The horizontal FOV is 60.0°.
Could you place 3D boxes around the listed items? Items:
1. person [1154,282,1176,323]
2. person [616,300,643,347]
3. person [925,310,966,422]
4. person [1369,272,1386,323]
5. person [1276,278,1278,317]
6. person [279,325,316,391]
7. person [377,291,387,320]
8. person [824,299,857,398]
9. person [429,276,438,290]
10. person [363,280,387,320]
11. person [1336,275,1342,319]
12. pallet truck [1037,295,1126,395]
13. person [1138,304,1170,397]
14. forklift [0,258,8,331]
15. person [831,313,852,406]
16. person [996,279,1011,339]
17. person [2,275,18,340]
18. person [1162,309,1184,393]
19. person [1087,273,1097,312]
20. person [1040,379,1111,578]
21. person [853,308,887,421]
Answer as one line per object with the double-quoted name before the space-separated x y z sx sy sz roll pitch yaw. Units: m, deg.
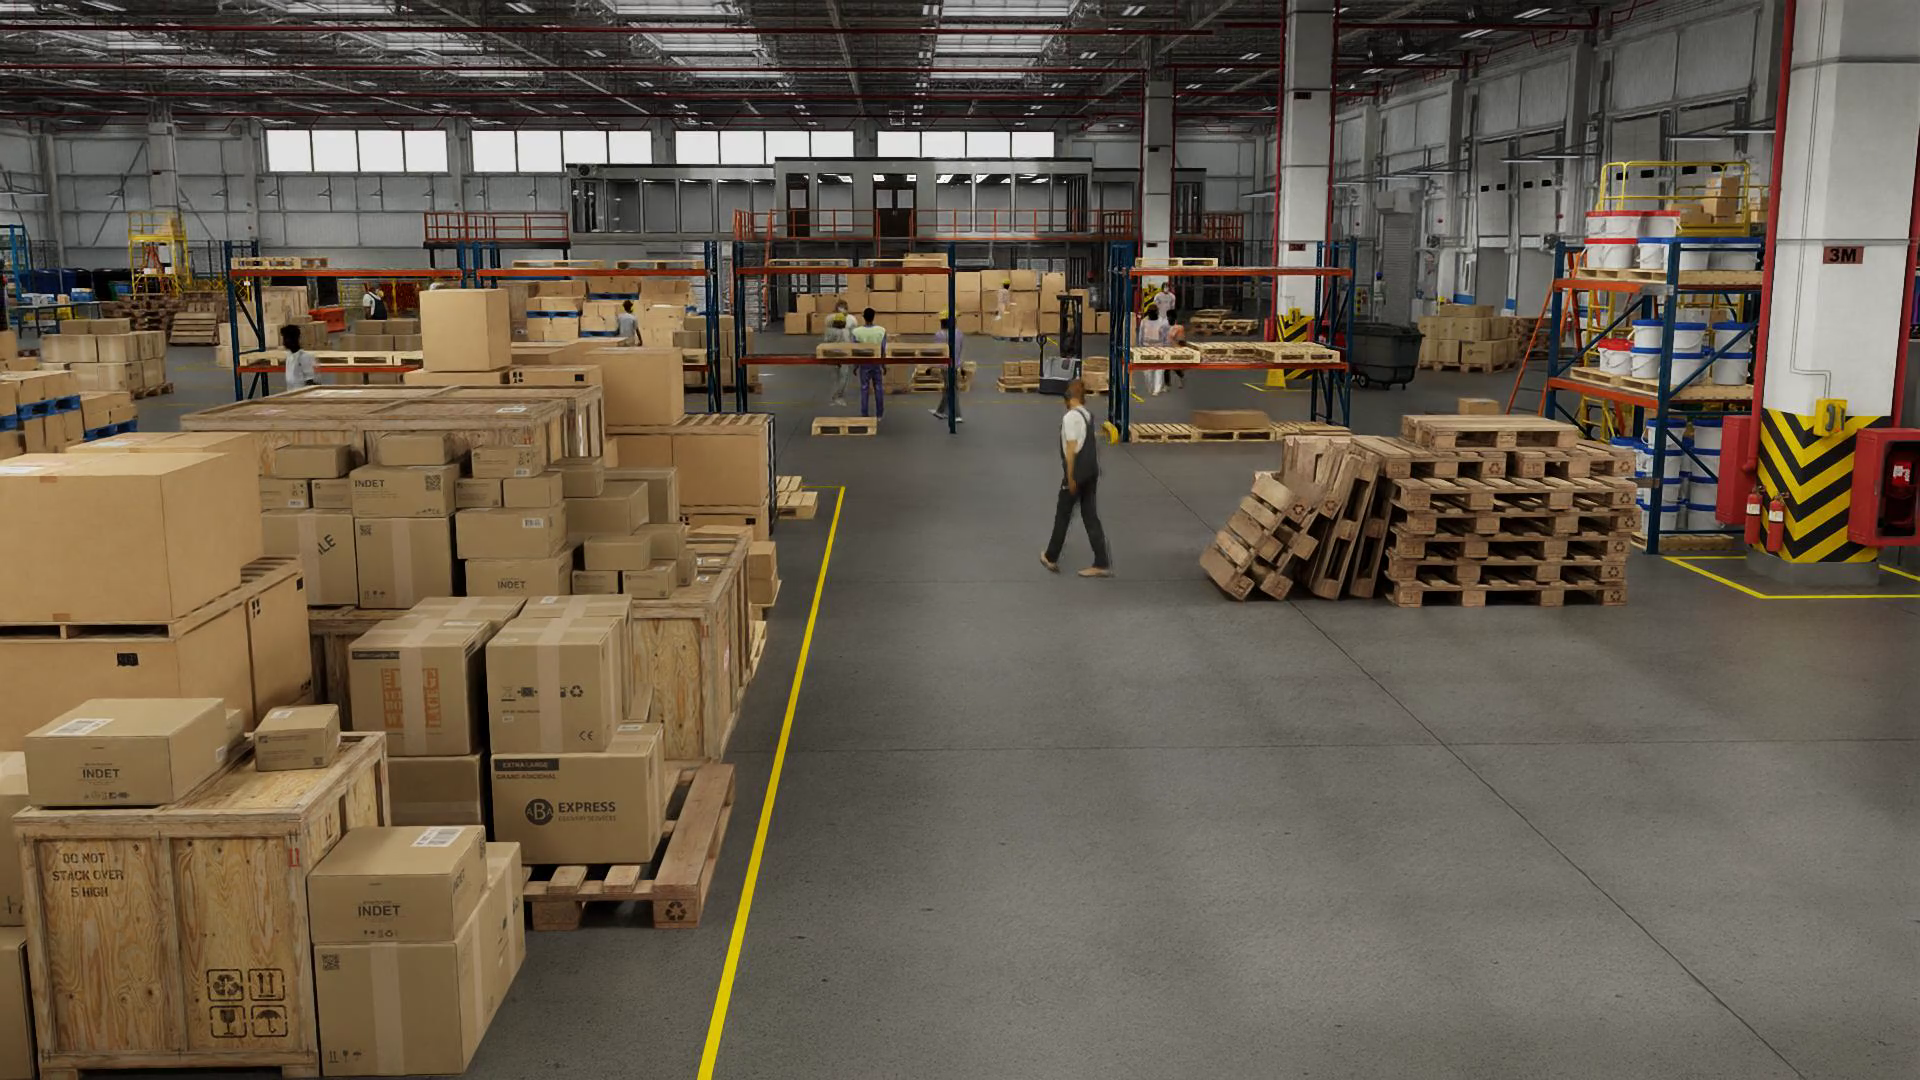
"person" 5.583 -6.063 45.379 0.632 1.938 0.359 -3 11 -16
"person" -6.780 -4.018 34.317 0.556 1.816 0.946 4 11 23
"person" -0.252 -2.944 28.183 0.965 1.873 0.599 10 14 43
"person" 15.007 -8.636 59.713 0.616 1.937 0.403 7 12 33
"person" 13.024 -9.978 67.461 0.627 1.844 0.429 -1 10 -7
"person" -8.712 -1.852 21.934 0.503 1.942 0.673 -9 14 -42
"person" -15.380 -5.763 44.264 0.515 1.734 0.606 -2 10 -11
"person" -2.303 -3.691 32.211 0.662 1.919 0.624 0 10 -2
"person" -19.054 -8.698 60.322 0.596 1.843 0.625 -8 13 -39
"person" -15.239 -5.770 43.465 0.537 2.000 0.679 2 10 9
"person" 14.765 -9.634 65.108 0.369 1.996 0.622 0 10 0
"pallet truck" 2.483 -3.881 33.060 1.885 1.965 0.823 -7 13 -36
"person" 3.792 -3.705 32.561 0.664 1.823 0.435 4 11 23
"forklift" -12.349 -2.166 21.049 1.873 2.768 1.129 0 10 -2
"person" -2.198 -3.319 30.674 0.450 1.728 0.517 -2 10 -11
"person" 1.446 -7.245 52.158 1.021 1.863 0.598 -4 11 -23
"person" -29.353 -7.089 50.896 0.609 2.022 0.728 9 14 41
"person" 4.287 -3.817 33.580 0.538 1.683 0.482 8 13 38
"person" 4.601 -8.584 59.565 0.963 1.891 0.549 -1 10 -7
"person" 1.058 -0.558 15.167 0.814 1.780 0.561 9 14 41
"person" -1.521 -2.966 28.184 0.587 1.920 0.390 -2 10 -10
